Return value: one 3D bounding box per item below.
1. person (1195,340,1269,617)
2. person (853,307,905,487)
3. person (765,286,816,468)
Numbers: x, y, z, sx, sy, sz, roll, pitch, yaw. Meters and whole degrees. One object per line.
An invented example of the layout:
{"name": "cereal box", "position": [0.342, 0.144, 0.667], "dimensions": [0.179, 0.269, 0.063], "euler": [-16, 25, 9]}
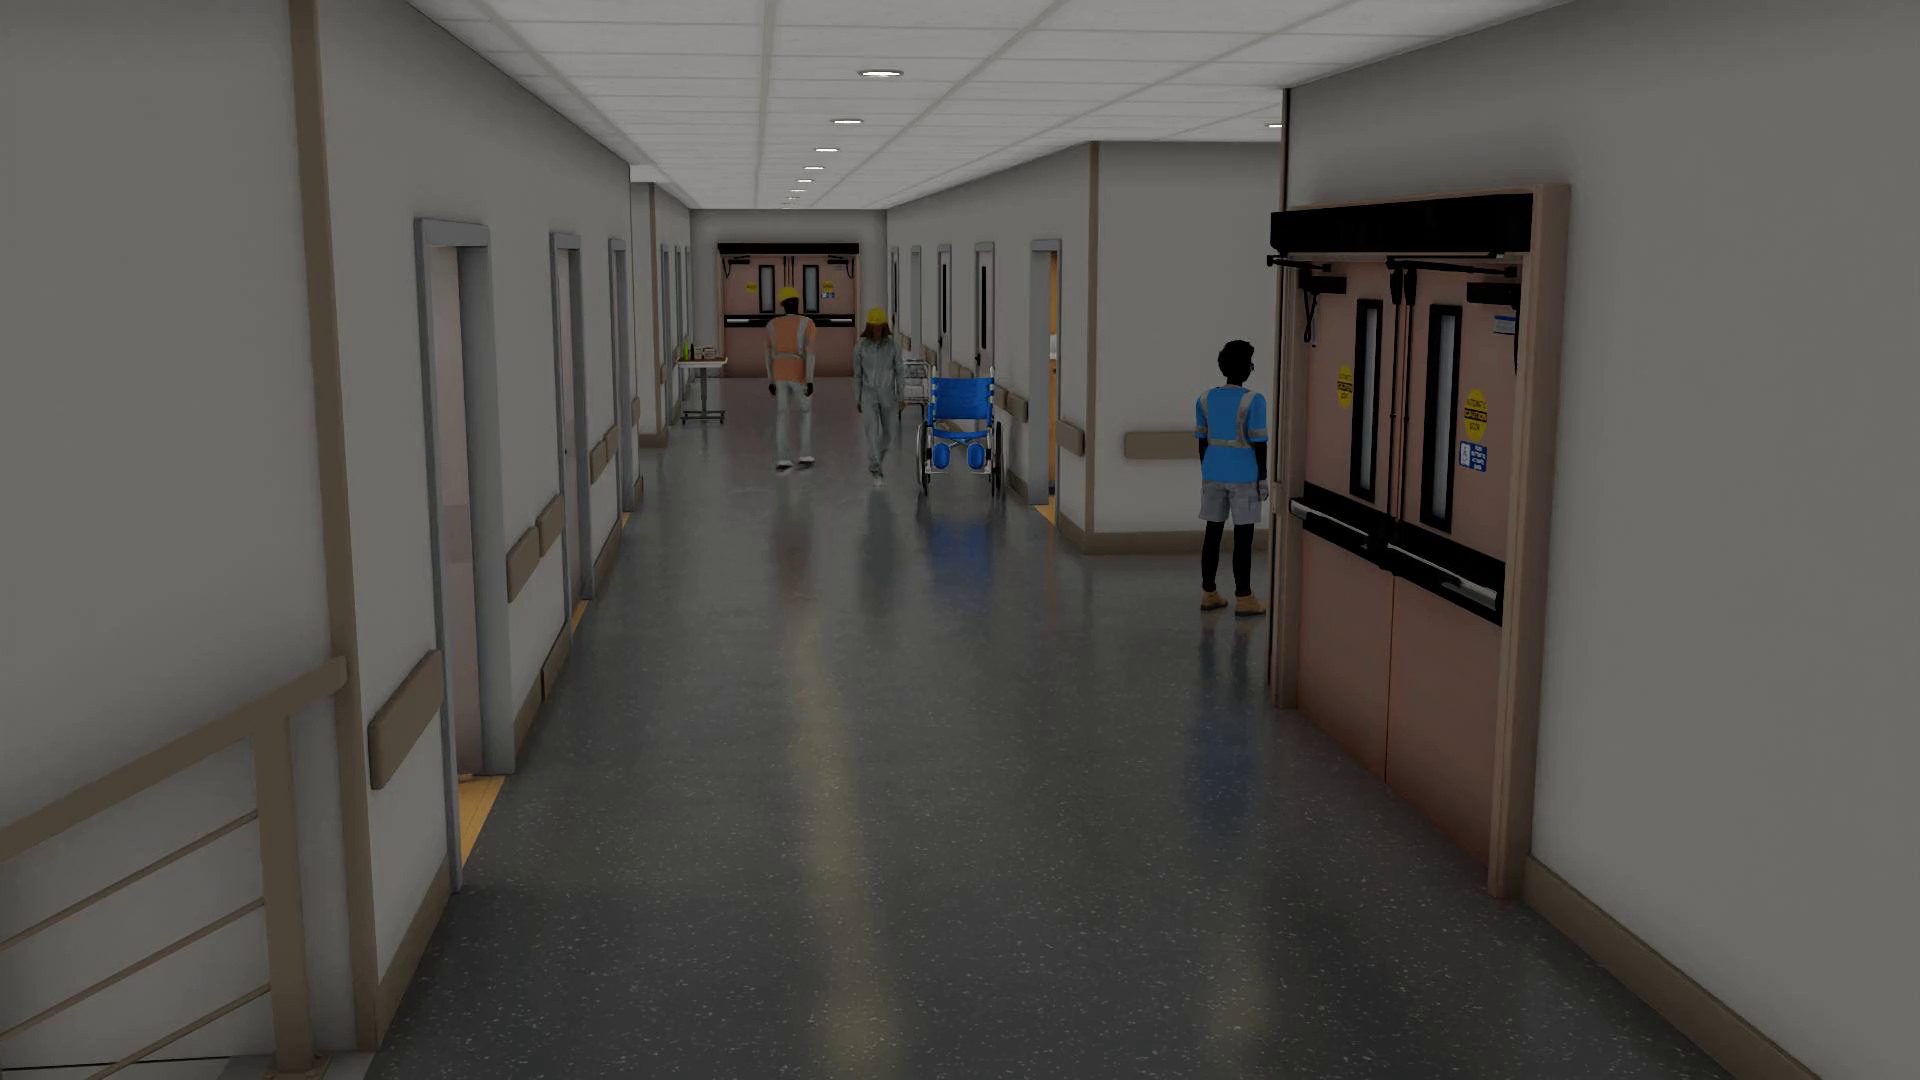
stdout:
{"name": "person", "position": [1.681, -0.380, 10.244], "dimensions": [0.320, 1.697, 0.531], "euler": [-9, 13, -43]}
{"name": "person", "position": [-0.799, -1.399, 16.090], "dimensions": [0.489, 1.722, 0.696], "euler": [-2, 10, -12]}
{"name": "person", "position": [-1.770, -1.693, 17.351], "dimensions": [0.601, 1.878, 0.712], "euler": [3, 10, 15]}
